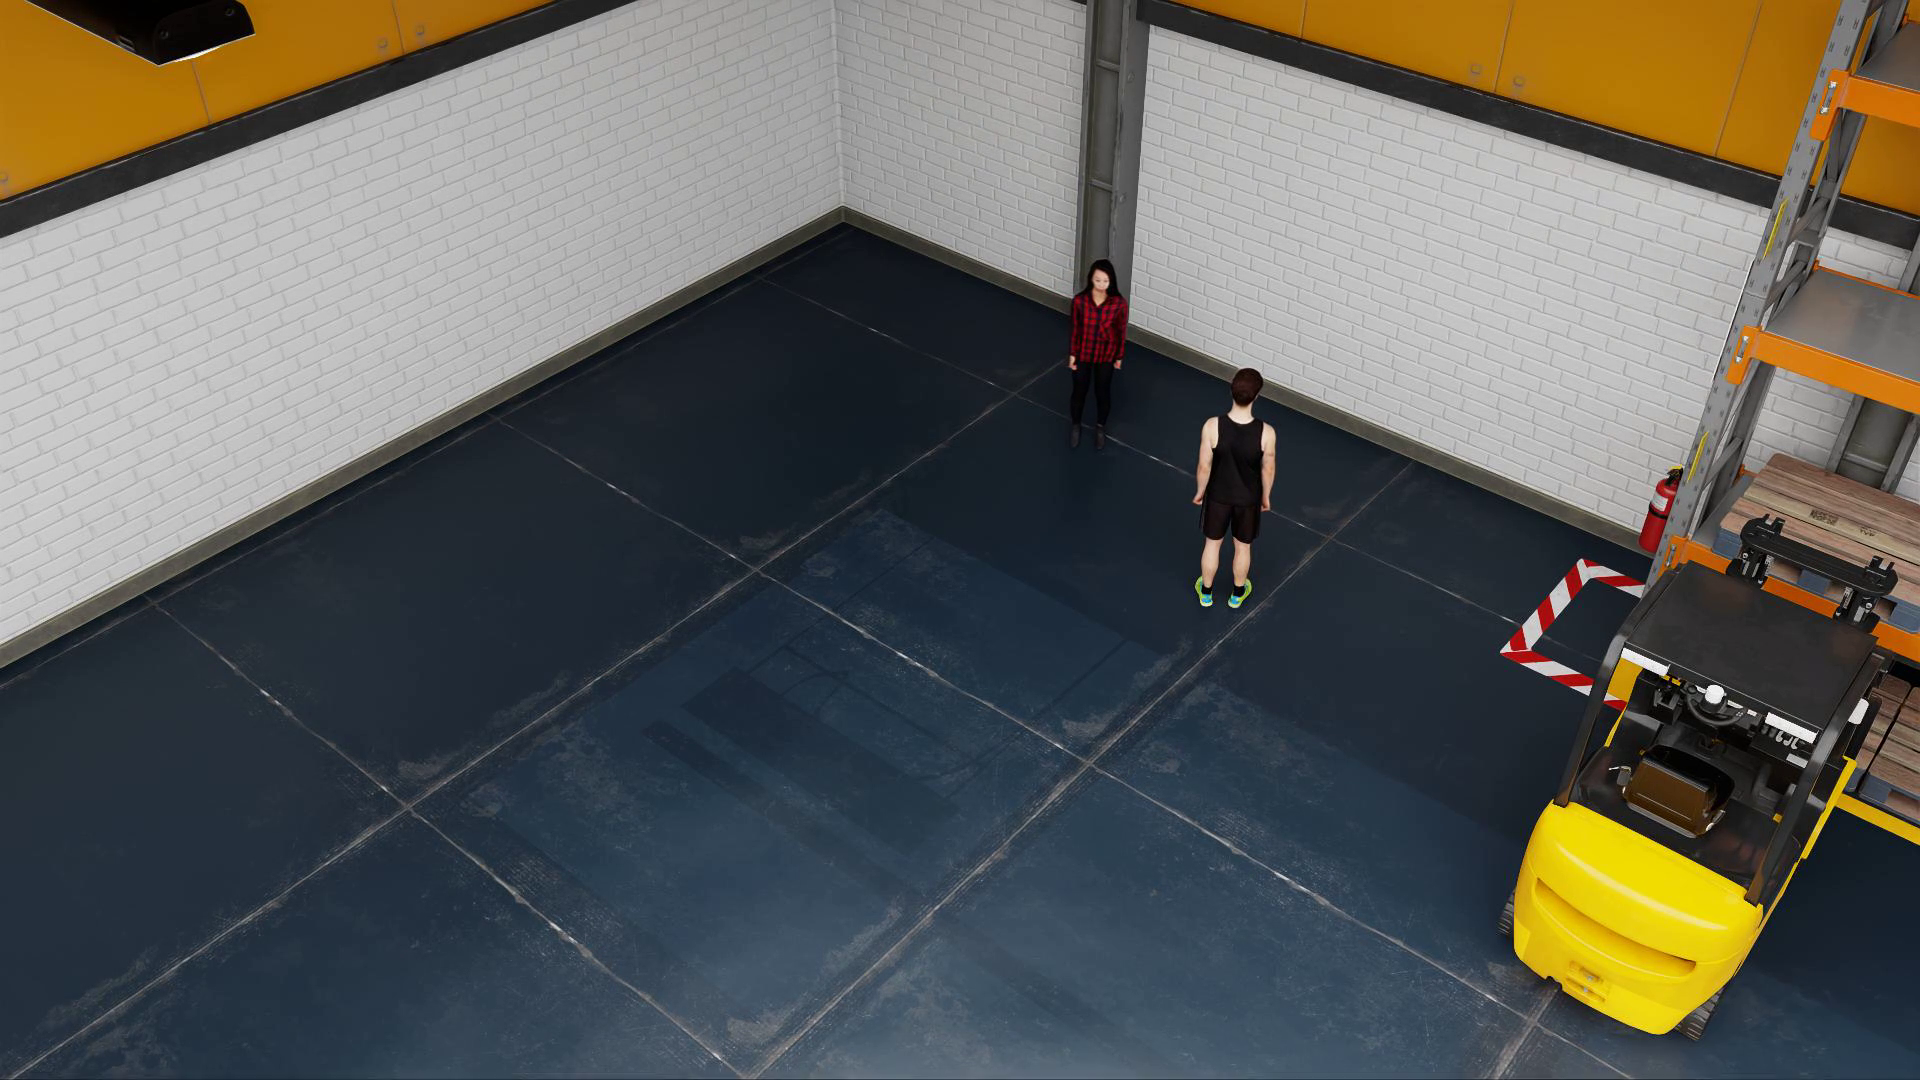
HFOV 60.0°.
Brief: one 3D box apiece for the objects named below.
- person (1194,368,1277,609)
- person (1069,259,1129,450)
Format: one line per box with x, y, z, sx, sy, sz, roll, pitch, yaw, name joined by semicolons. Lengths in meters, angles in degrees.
1.842;-0.321;11.209;0.709;1.892;0.825;6;39;8;person
1.036;-1.439;12.802;0.615;1.650;0.719;5;39;6;person
